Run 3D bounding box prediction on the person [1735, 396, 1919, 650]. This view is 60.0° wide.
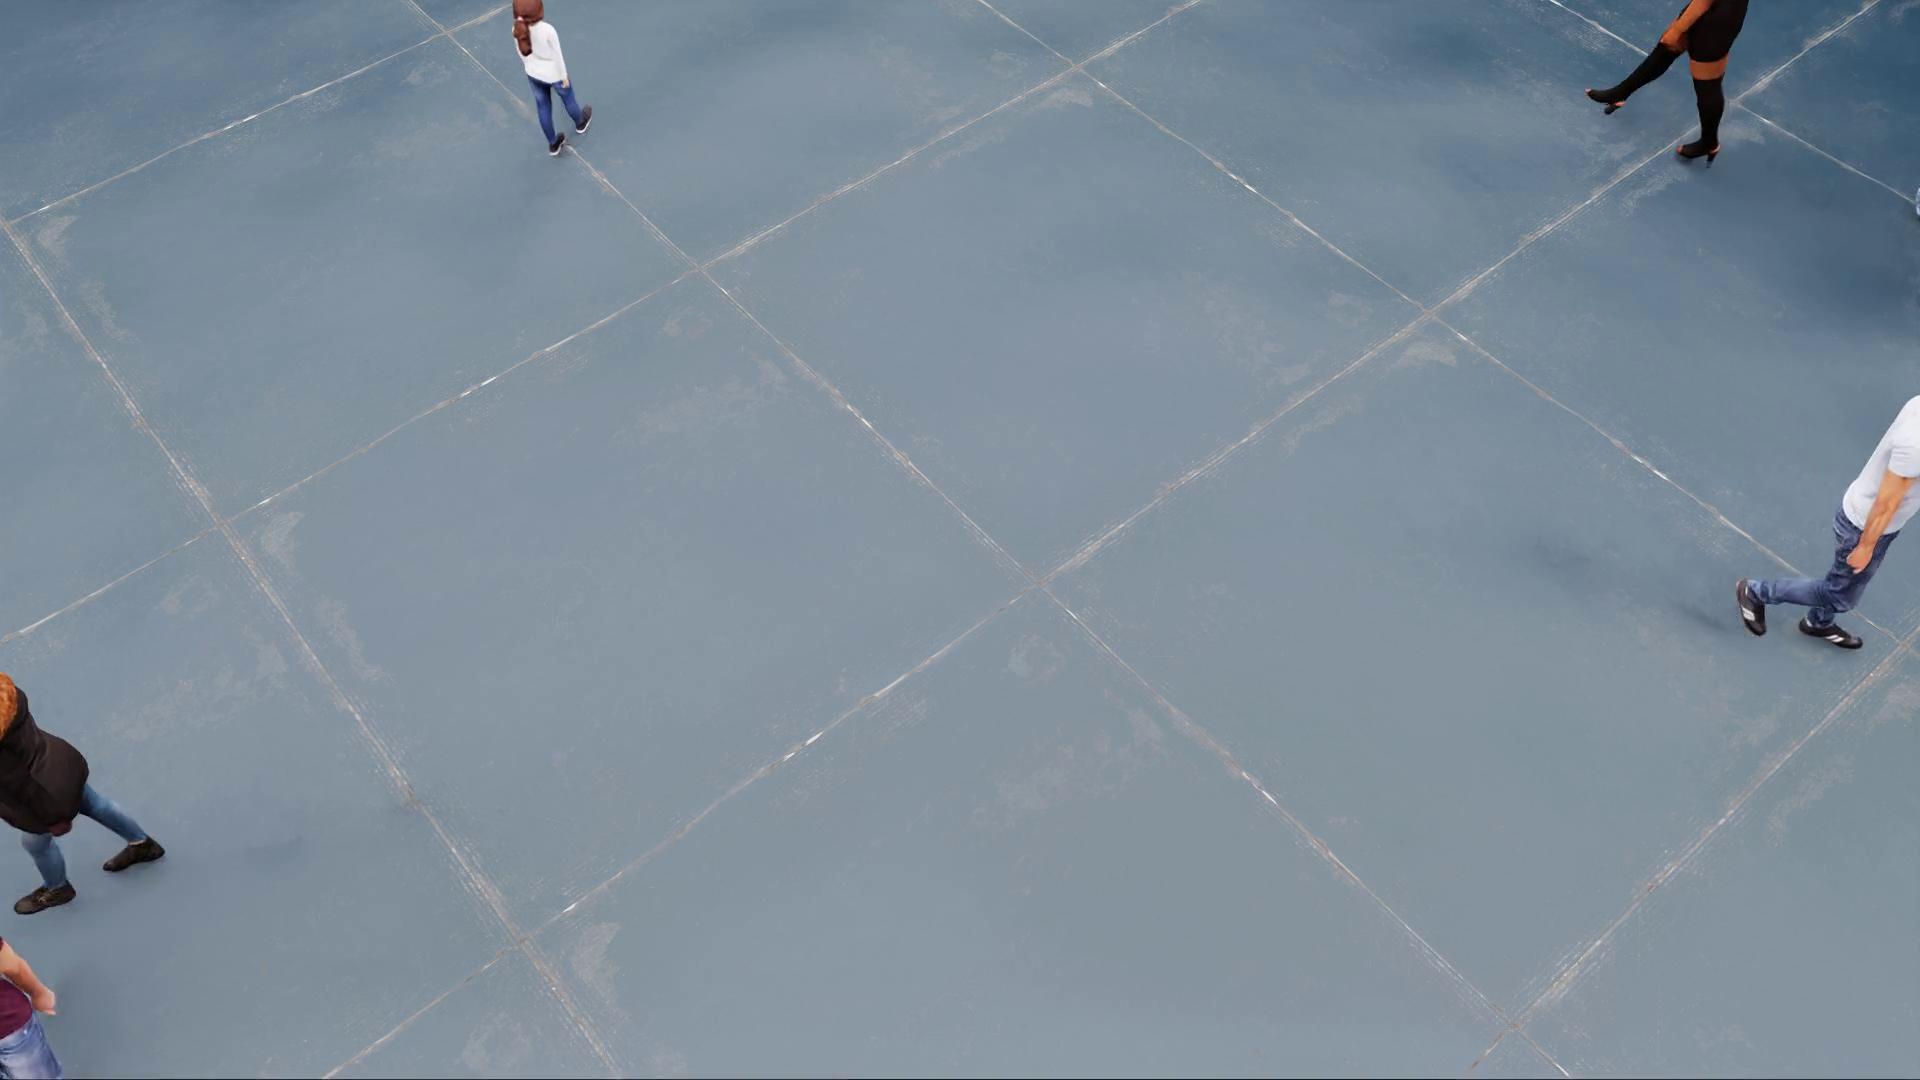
[{"bbox_3d":[4.030,-0.118,7.460,0.878,1.856,0.901,28,57,20],"label":"person"}]

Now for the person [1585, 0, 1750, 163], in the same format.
[{"bbox_3d":[4.460,-2.961,9.693,0.932,1.806,1.143,29,58,20],"label":"person"}]

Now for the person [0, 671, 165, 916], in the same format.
[{"bbox_3d":[-3.683,0.957,6.780,0.942,1.614,0.805,-17,54,-12],"label":"person"}]

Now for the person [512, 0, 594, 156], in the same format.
[{"bbox_3d":[-2.517,-2.801,10.015,0.646,1.101,0.727,11,53,8],"label":"person"}]
